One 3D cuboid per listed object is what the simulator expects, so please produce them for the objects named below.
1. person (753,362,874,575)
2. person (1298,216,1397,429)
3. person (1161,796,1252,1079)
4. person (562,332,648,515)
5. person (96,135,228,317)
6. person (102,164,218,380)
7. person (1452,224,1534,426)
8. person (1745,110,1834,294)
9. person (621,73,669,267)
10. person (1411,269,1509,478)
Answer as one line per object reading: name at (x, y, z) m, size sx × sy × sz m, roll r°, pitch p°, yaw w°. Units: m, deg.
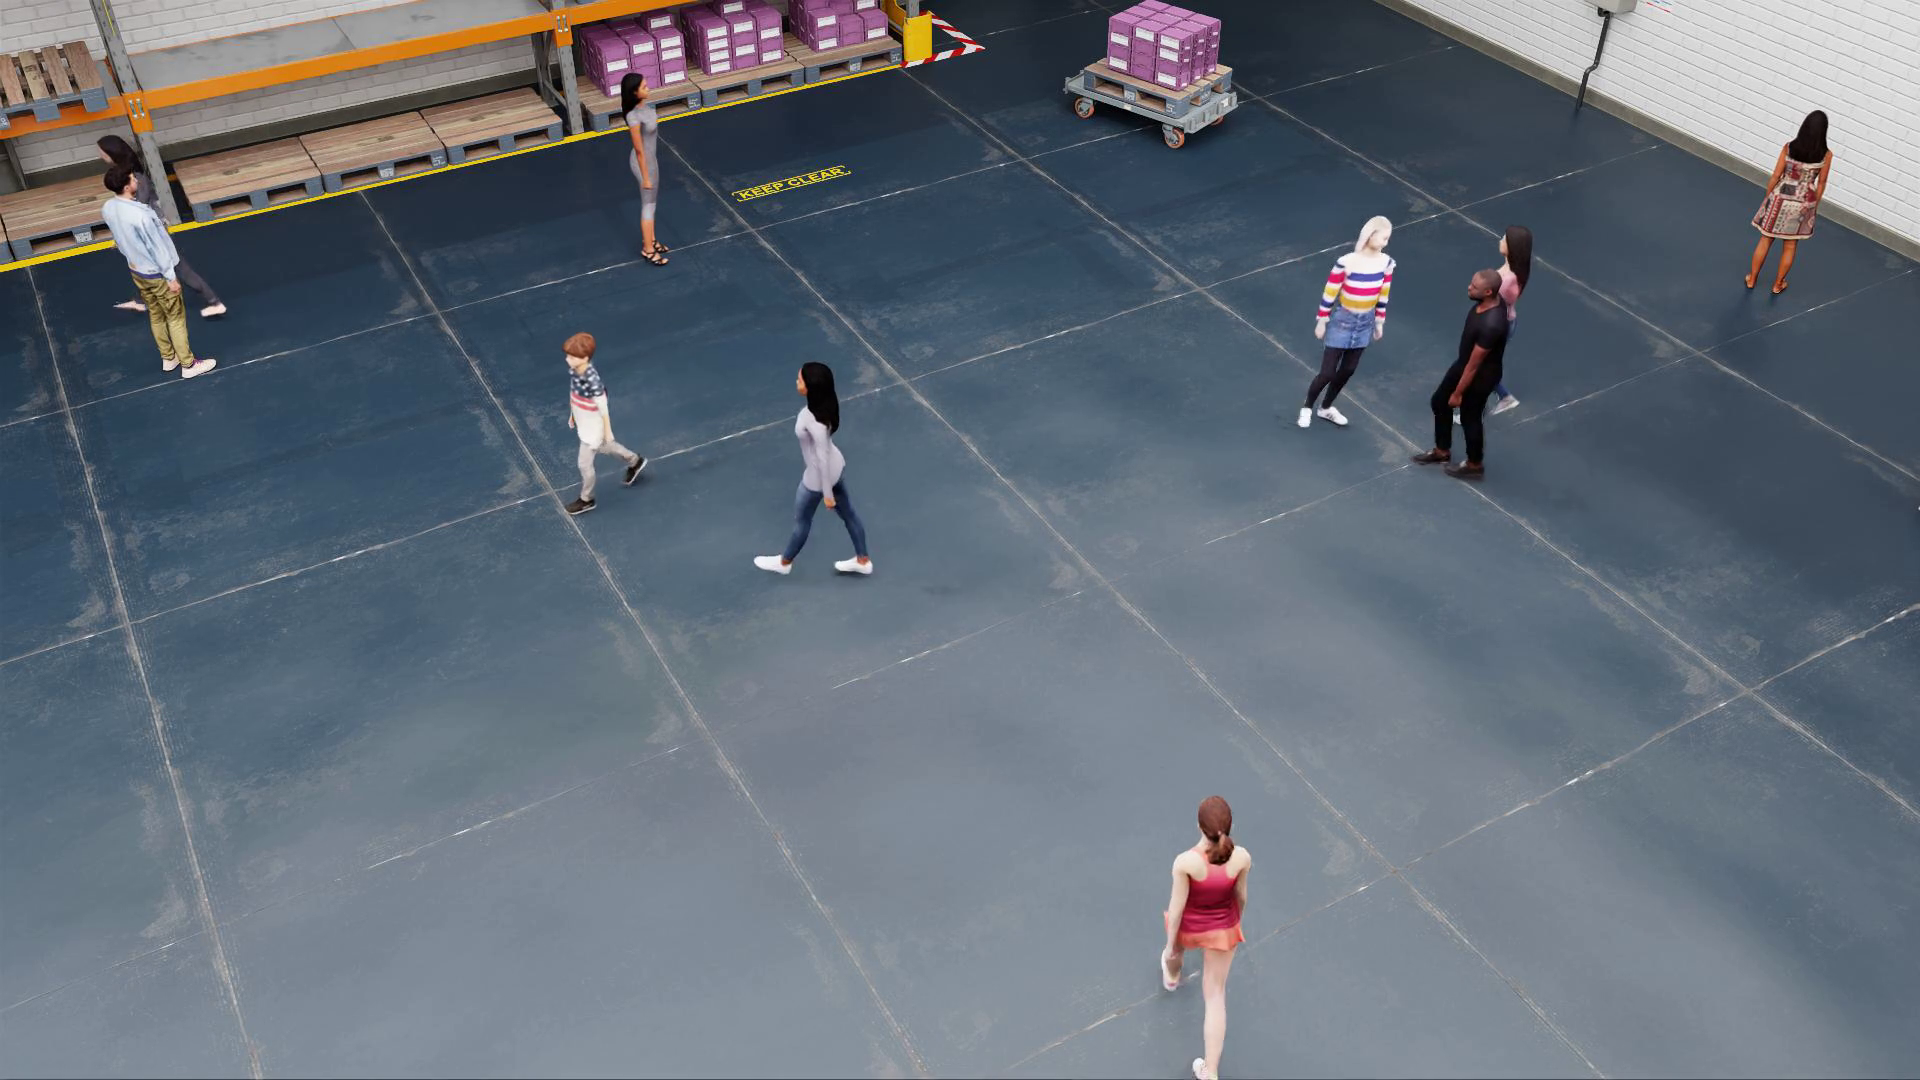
person at (-0.810, -0.419, 11.170) m, size 1.139 × 1.701 × 1.012 m, roll 4°, pitch 39°, yaw 5°
person at (2.918, -1.635, 12.627) m, size 0.588 × 1.782 × 0.858 m, roll -1°, pitch 39°, yaw -2°
person at (1.216, 1.973, 8.168) m, size 1.179 × 1.710 × 1.012 m, roll -2°, pitch 39°, yaw -2°
person at (-2.603, -0.889, 11.988) m, size 0.955 × 1.415 × 0.562 m, roll -23°, pitch 44°, yaw -26°
person at (-6.631, -2.545, 13.824) m, size 1.206 × 1.711 × 0.825 m, roll -6°, pitch 39°, yaw -7°
person at (-6.425, -2.134, 13.228) m, size 0.763 × 1.812 × 0.749 m, roll 21°, pitch 43°, yaw 24°
person at (4.135, -1.576, 12.592) m, size 0.828 × 1.734 × 0.777 m, roll 13°, pitch 41°, yaw 16°
person at (7.162, -2.911, 14.338) m, size 0.725 × 1.642 × 0.726 m, roll 18°, pitch 42°, yaw 21°
person at (-2.790, -3.277, 14.685) m, size 0.645 × 1.780 × 0.643 m, roll -3°, pitch 39°, yaw -3°
person at (3.813, -1.155, 12.018) m, size 0.958 × 1.793 × 0.898 m, roll 8°, pitch 39°, yaw 9°
